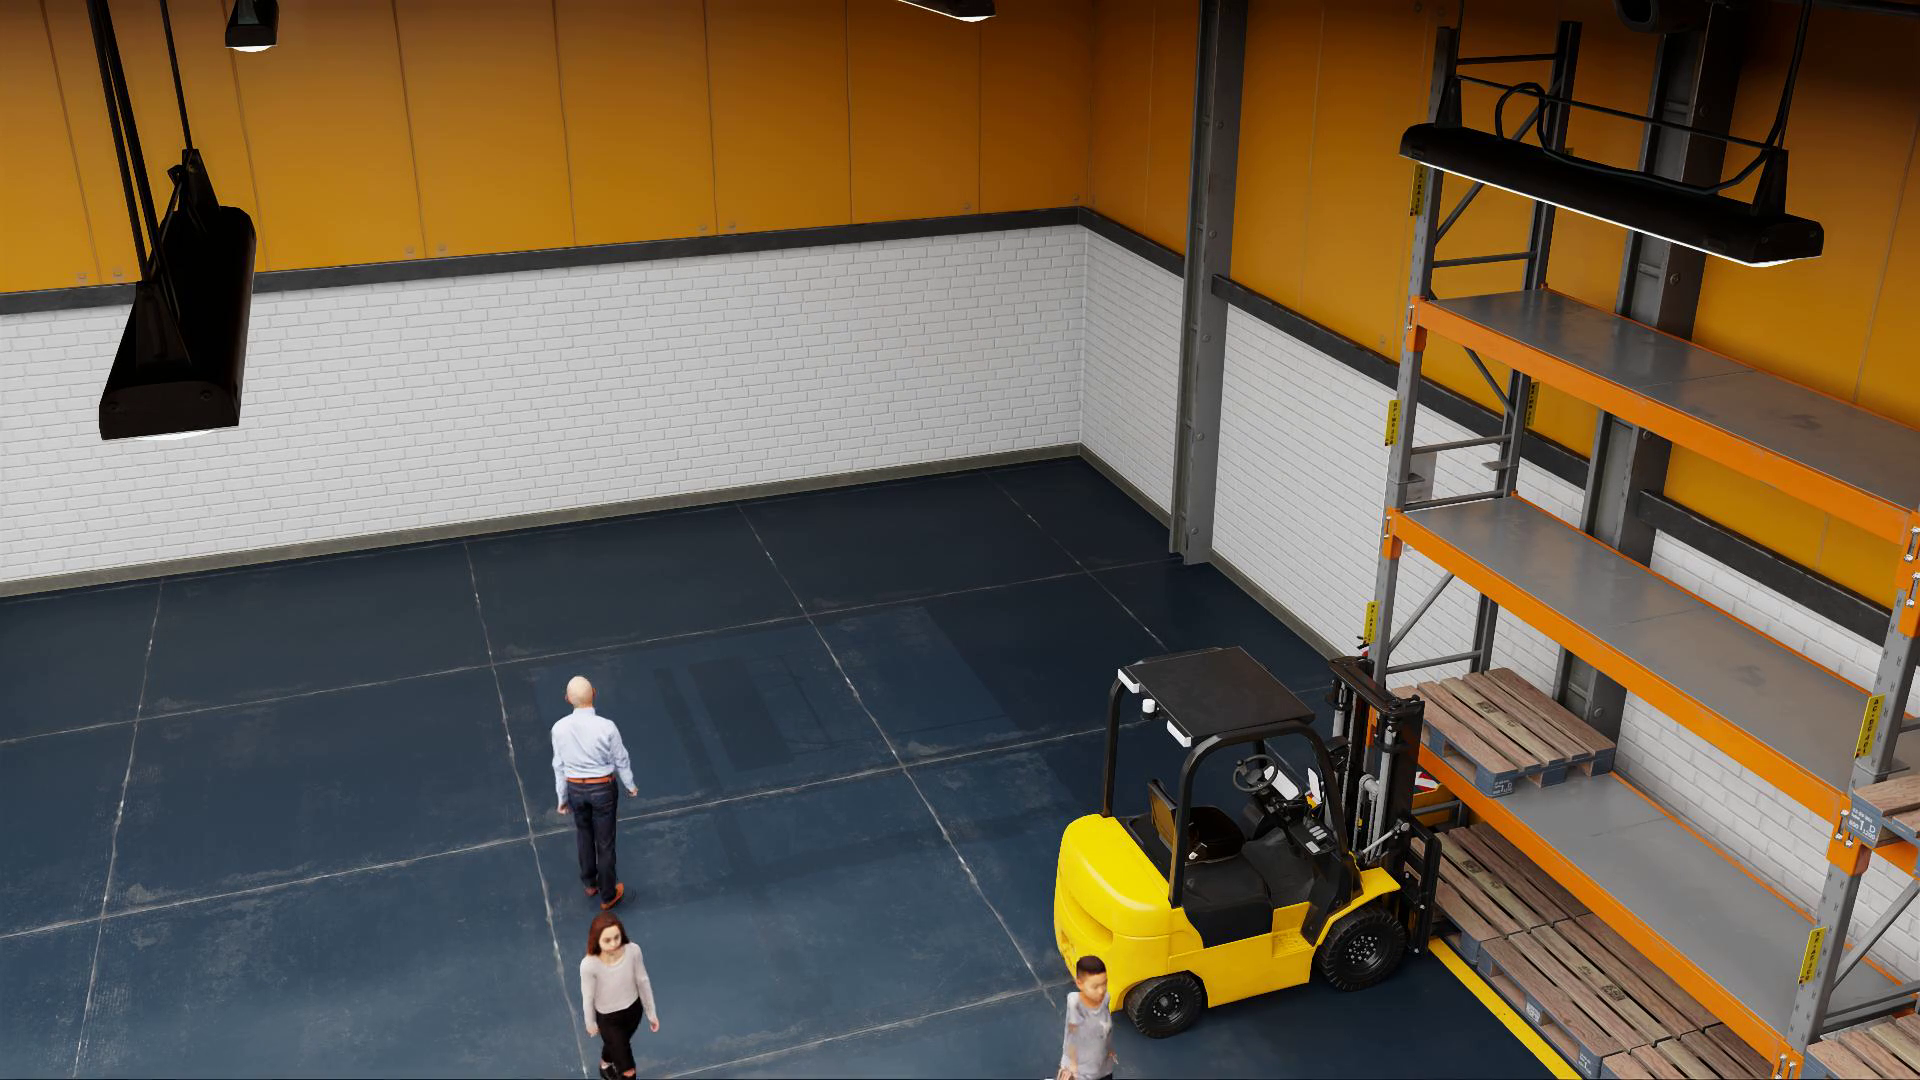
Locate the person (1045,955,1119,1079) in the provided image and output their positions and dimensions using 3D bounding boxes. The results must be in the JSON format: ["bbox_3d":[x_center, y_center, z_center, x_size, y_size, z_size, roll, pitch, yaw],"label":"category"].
[{"bbox_3d":[0.686,2.925,9.495,0.597,1.441,0.938,-10,26,-22],"label":"person"}]

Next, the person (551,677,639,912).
[{"bbox_3d":[-2.582,1.811,11.617,0.794,1.783,0.814,3,24,6],"label":"person"}]

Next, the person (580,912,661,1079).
[{"bbox_3d":[-2.047,2.777,9.835,0.769,1.441,1.077,-18,29,-35],"label":"person"}]
